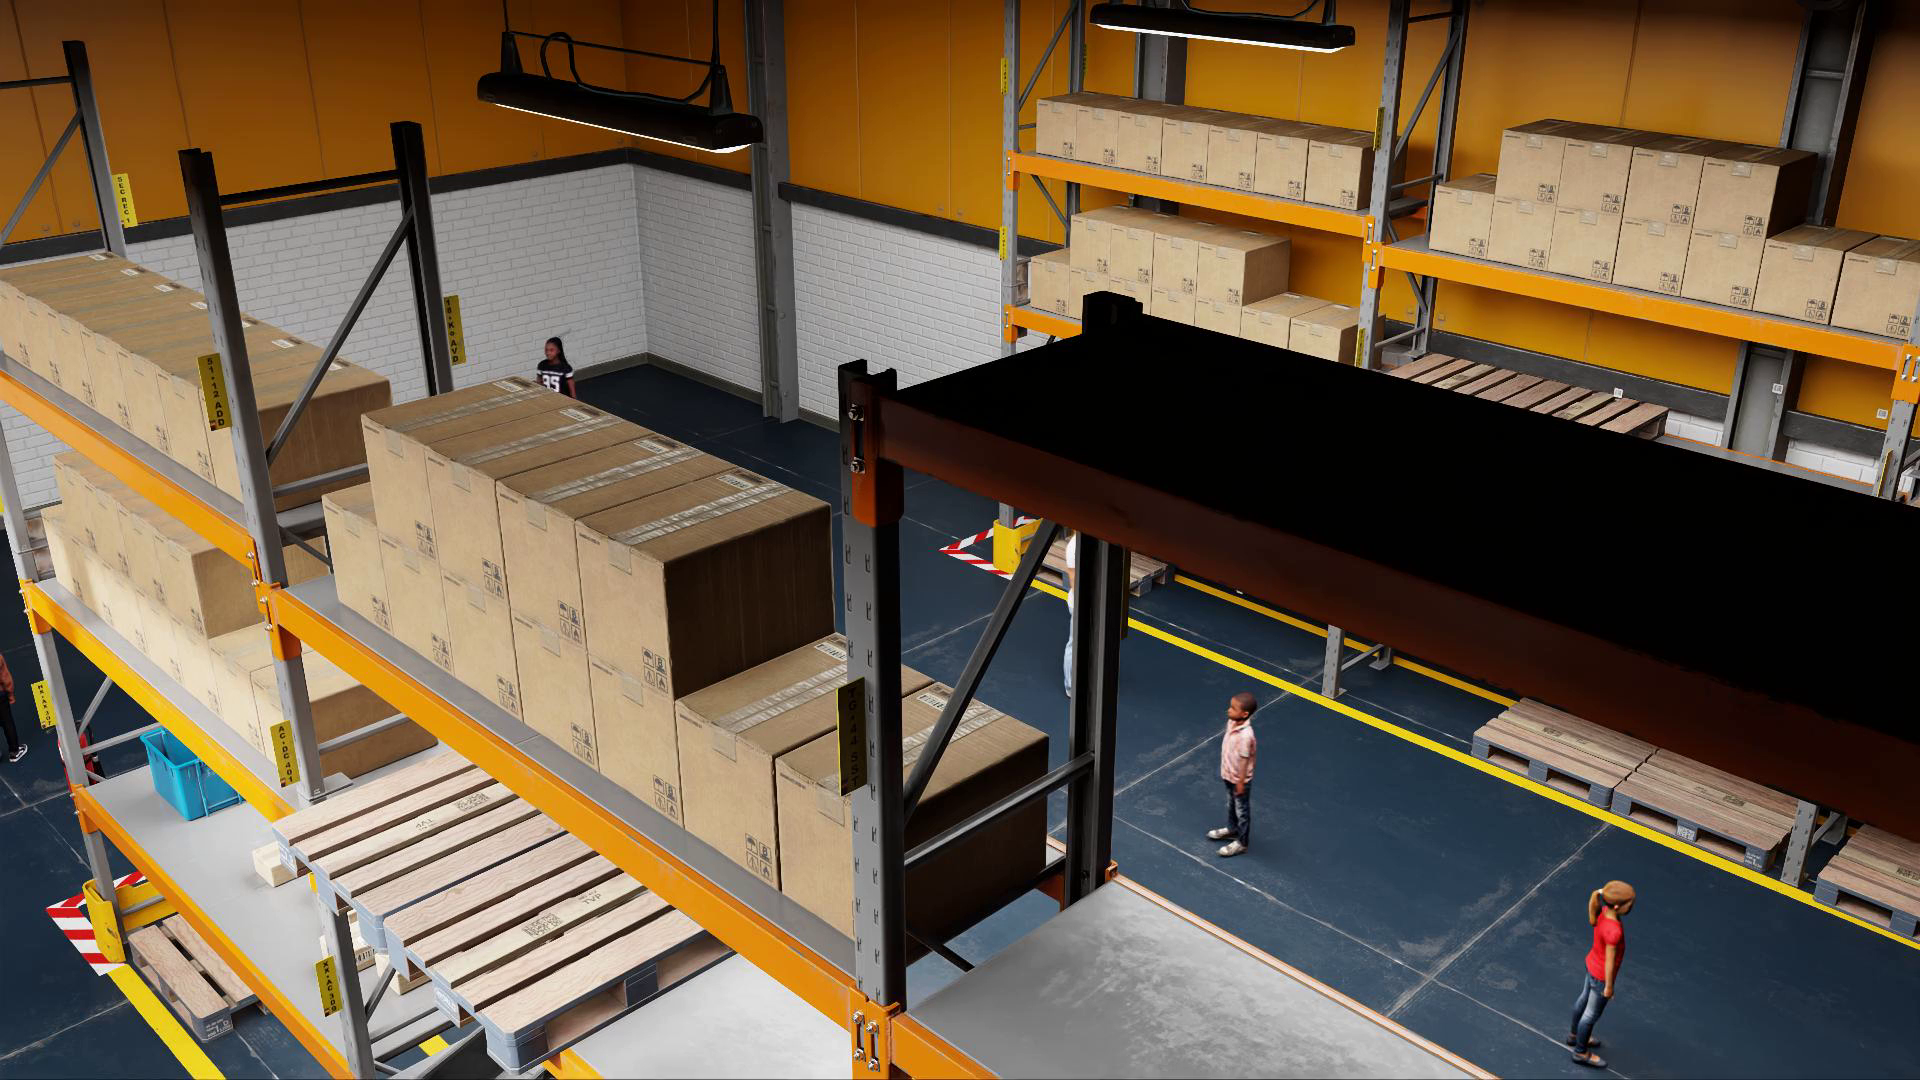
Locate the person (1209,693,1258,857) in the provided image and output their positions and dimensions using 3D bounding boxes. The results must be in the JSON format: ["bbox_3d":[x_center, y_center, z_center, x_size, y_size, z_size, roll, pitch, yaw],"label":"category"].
[{"bbox_3d":[2.092,1.732,12.455,0.632,1.308,0.542,-6,24,-14],"label":"person"}]

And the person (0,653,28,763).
[{"bbox_3d":[-7.951,1.258,13.607,0.592,1.255,0.601,-8,25,-18],"label":"person"}]

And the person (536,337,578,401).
[{"bbox_3d":[-4.654,-1.540,19.452,1.007,1.700,0.935,8,25,18],"label":"person"}]

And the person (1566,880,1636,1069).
[{"bbox_3d":[3.965,2.667,10.320,0.592,1.307,0.550,5,24,11],"label":"person"}]
